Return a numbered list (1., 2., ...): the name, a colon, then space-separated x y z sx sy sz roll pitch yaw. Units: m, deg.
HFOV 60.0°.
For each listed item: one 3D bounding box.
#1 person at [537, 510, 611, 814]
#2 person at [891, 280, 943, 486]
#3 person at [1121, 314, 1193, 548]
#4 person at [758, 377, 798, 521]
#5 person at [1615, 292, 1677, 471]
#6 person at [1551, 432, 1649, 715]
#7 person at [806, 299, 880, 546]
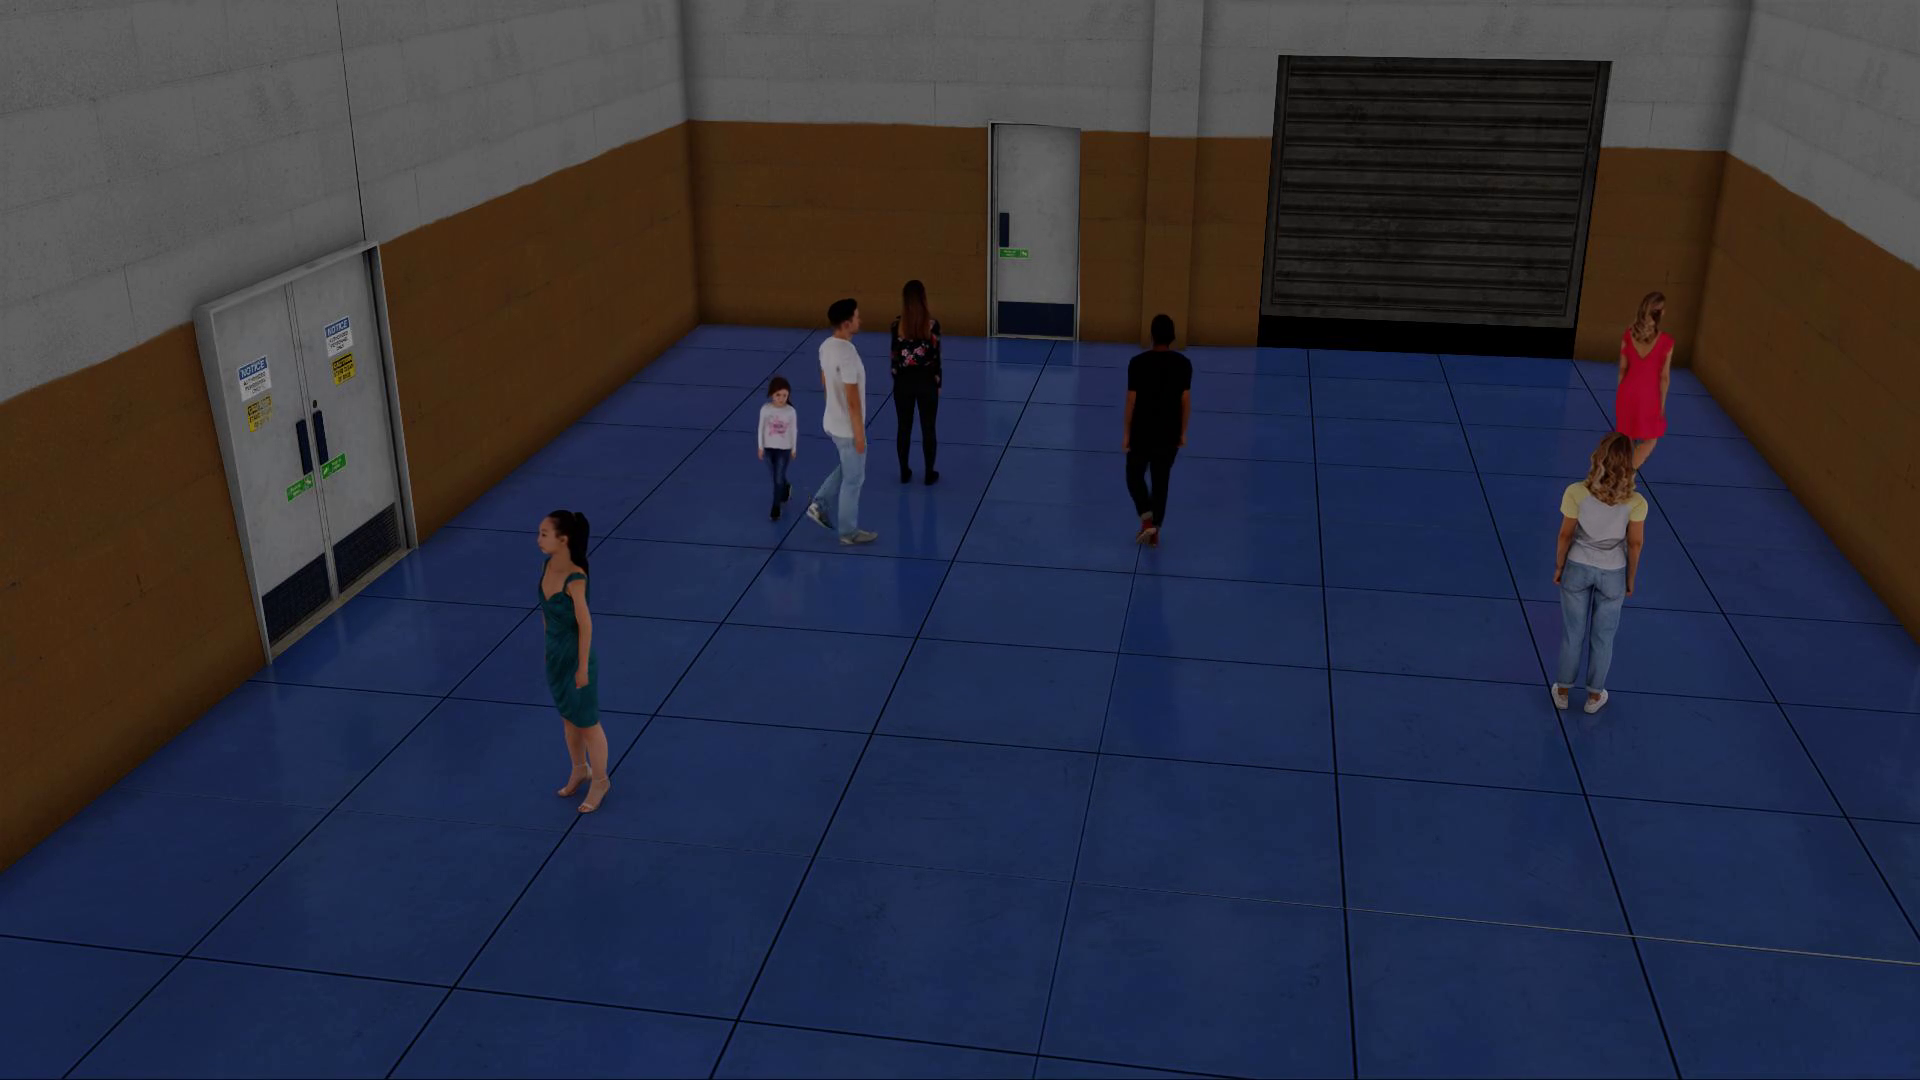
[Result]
1. person: -2.035 0.637 8.706 0.674 1.686 0.600 -17 28 -37
2. person: -0.357 -1.276 13.473 0.432 1.682 0.617 4 22 10
3. person: 1.429 -0.751 12.072 0.773 1.753 0.820 -3 22 -7
4. person: -1.415 -0.749 12.955 0.715 1.089 0.514 4 22 9
5. person: 5.219 -1.060 12.890 0.864 1.716 0.835 -19 29 -40
6. person: 3.718 0.199 9.727 0.559 1.723 0.732 9 24 21
7. person: -0.914 -0.836 12.147 0.915 1.854 0.857 -9 24 -22
